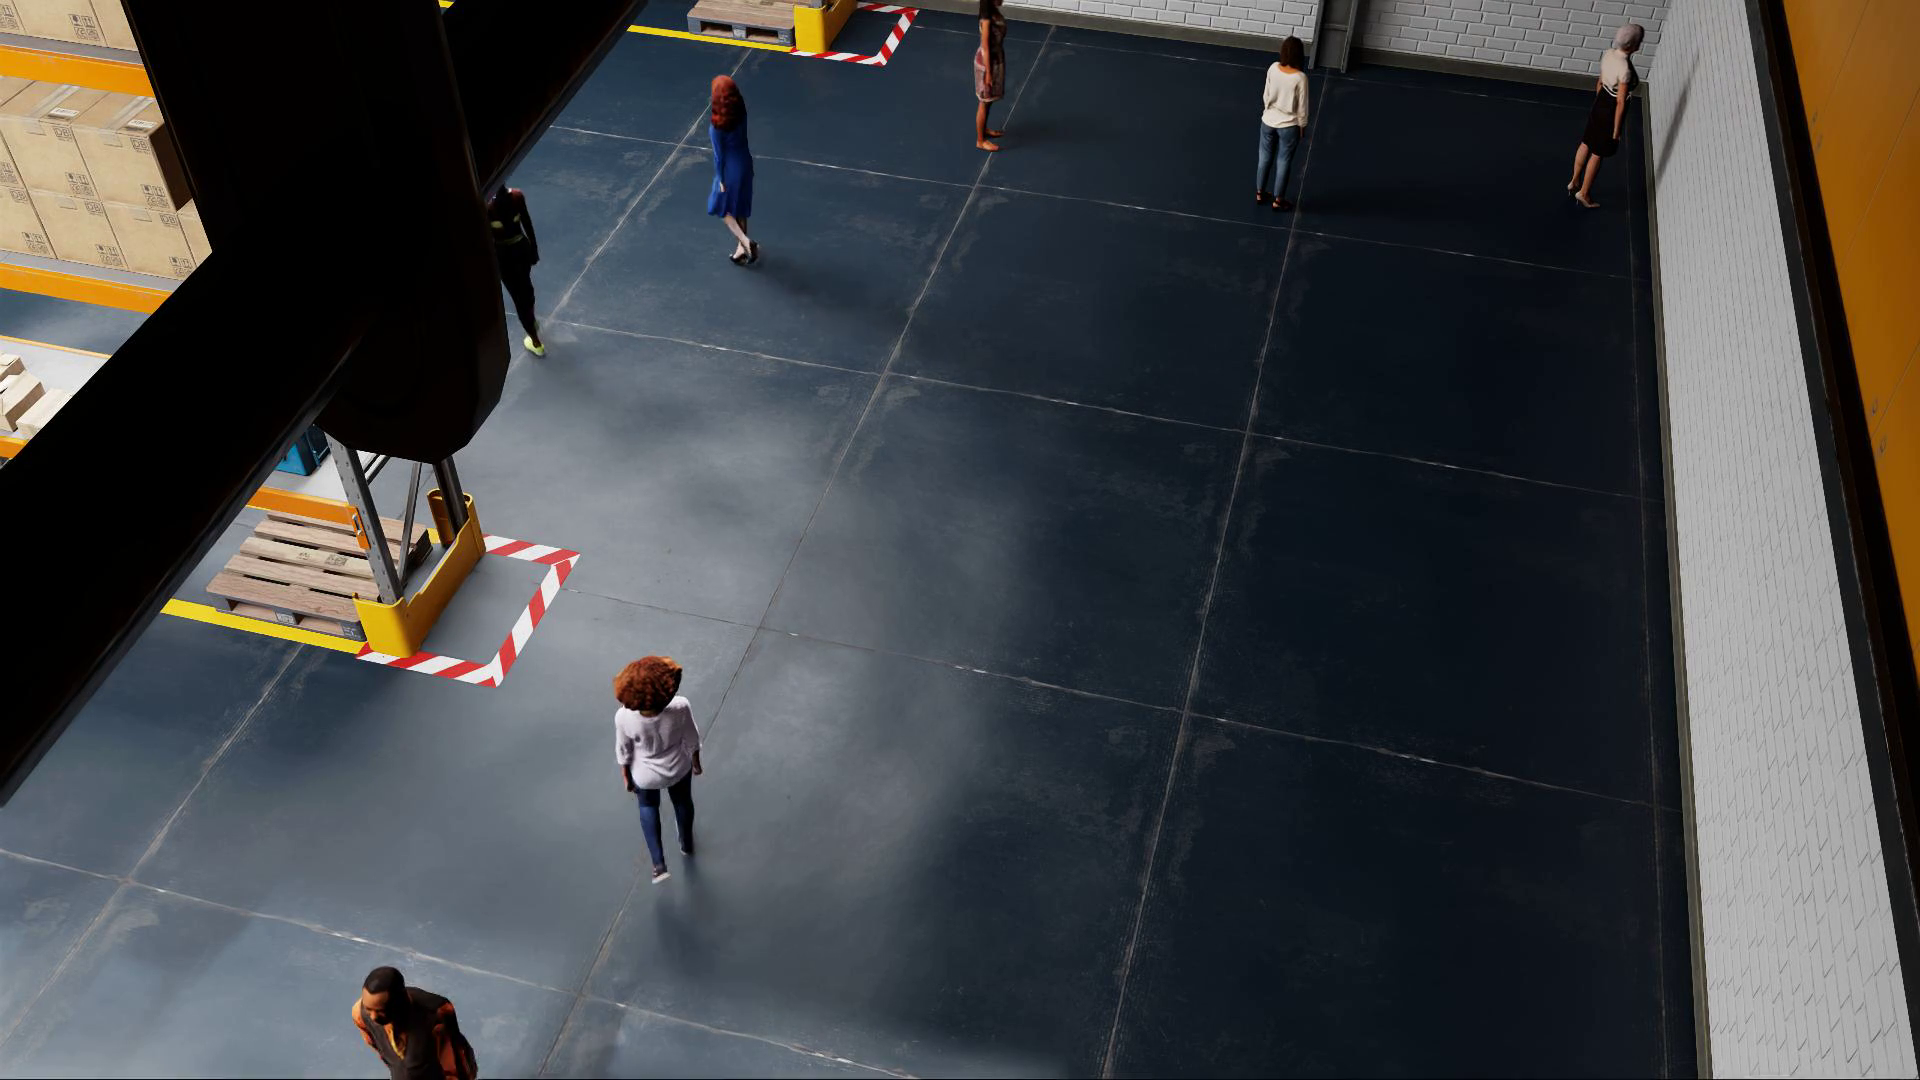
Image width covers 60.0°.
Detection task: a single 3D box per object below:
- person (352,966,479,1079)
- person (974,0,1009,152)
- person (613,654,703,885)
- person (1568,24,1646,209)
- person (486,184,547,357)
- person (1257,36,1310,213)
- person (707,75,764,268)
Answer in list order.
[{"bbox_3d":[-2.568,2.552,8.235,0.947,1.879,0.850,3,44,3],"label":"person"},{"bbox_3d":[0.278,-4.539,15.848,0.553,1.644,0.670,6,44,7],"label":"person"},{"bbox_3d":[-1.718,1.363,9.615,0.902,1.695,0.913,-9,44,-9],"label":"person"},{"bbox_3d":[5.837,-3.838,15.032,0.658,1.754,0.709,-4,44,-4],"label":"person"},{"bbox_3d":[-3.551,-2.221,13.356,0.851,1.726,0.940,-28,50,-26],"label":"person"},{"bbox_3d":[2.903,-3.754,14.996,0.641,1.682,0.755,34,53,31],"label":"person"},{"bbox_3d":[-1.876,-3.086,14.197,0.876,1.817,0.781,28,50,27],"label":"person"}]
